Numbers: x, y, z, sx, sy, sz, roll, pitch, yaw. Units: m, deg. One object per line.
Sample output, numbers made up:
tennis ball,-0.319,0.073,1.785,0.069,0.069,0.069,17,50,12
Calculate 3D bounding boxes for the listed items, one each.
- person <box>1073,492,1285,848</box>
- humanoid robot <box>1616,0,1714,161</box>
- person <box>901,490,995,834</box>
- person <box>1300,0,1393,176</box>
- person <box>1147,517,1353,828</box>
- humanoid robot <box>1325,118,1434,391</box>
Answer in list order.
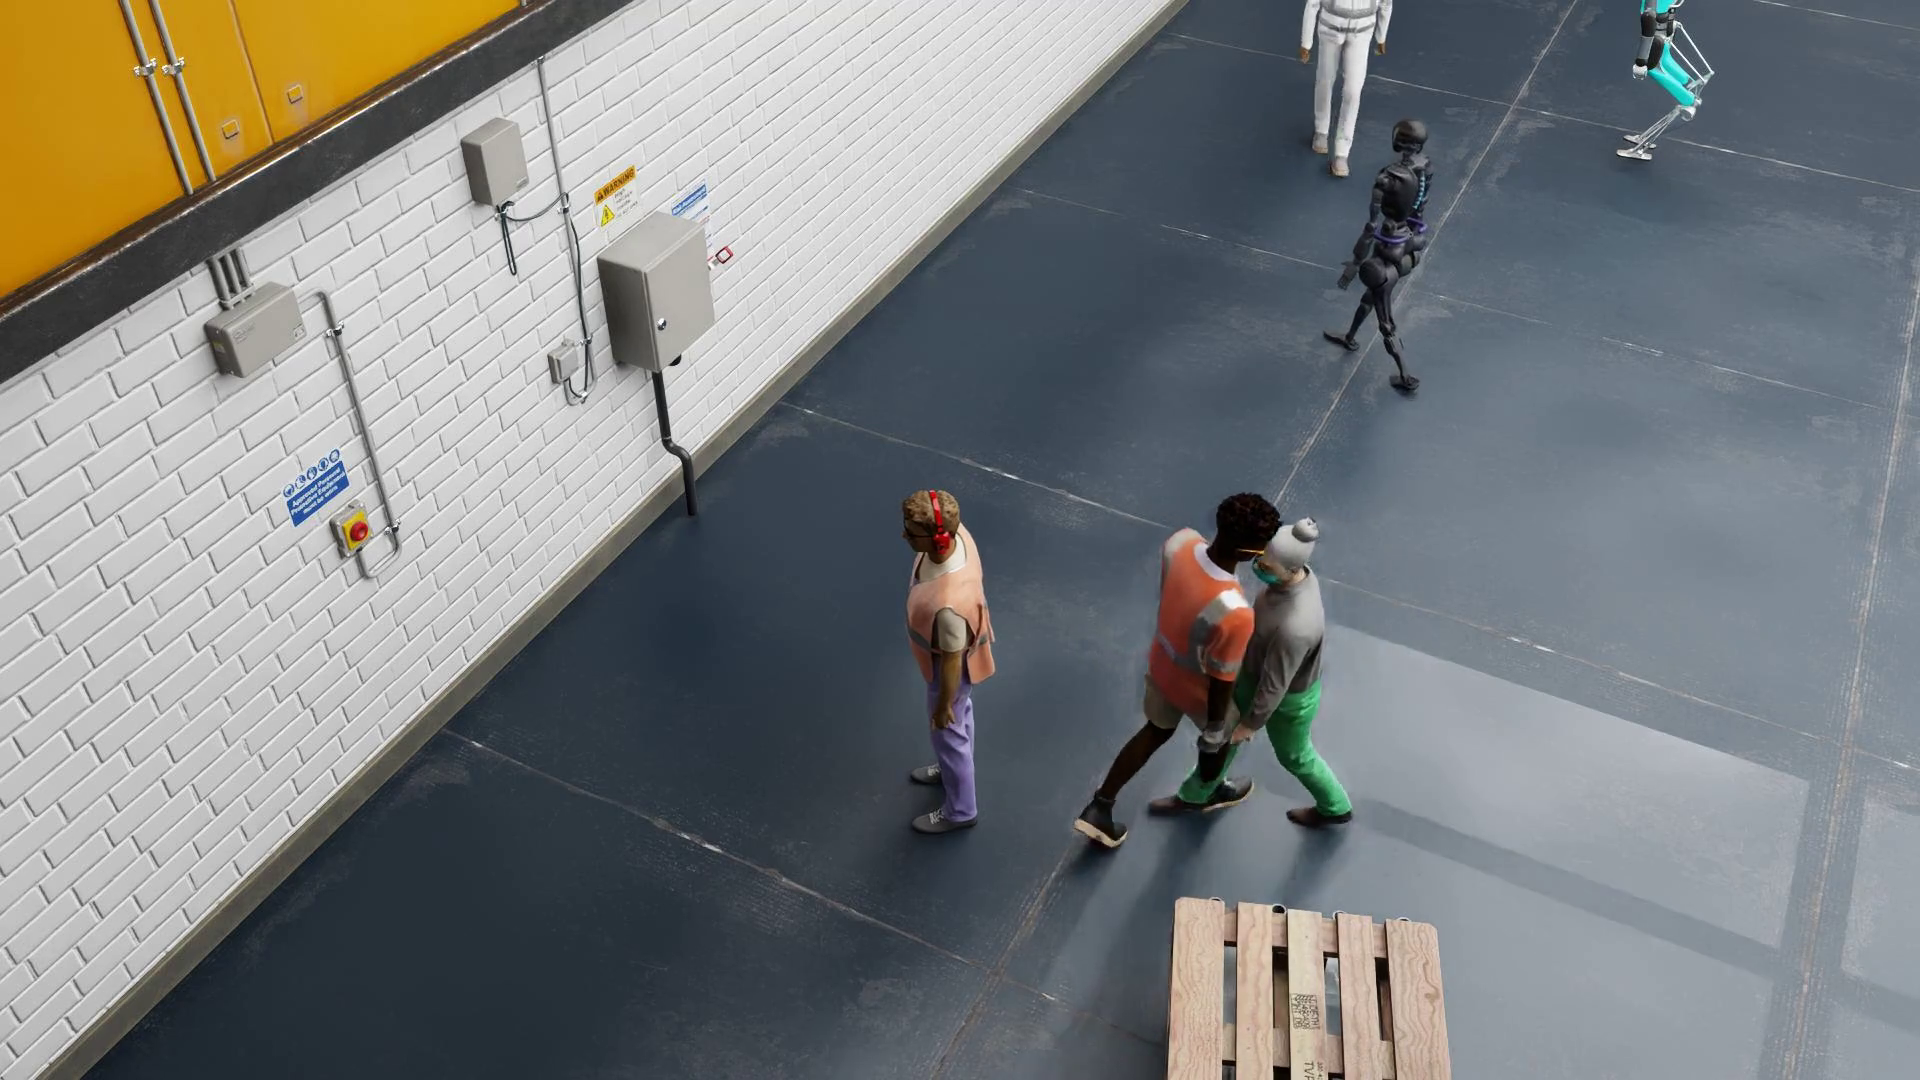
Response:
person,0.915,0.571,6.923,0.901,1.917,0.617,-17,44,-19
humanoid robot,5.020,-3.441,11.601,0.735,1.677,0.533,23,46,25
person,-0.040,0.515,7.044,0.380,1.837,0.564,-1,41,-1
person,2.699,-3.484,11.666,0.611,1.848,0.852,5,41,6
person,1.344,0.588,6.985,0.893,1.810,0.521,-2,41,-2
humanoid robot,2.528,-1.686,9.760,0.602,1.633,0.794,-29,49,-29
